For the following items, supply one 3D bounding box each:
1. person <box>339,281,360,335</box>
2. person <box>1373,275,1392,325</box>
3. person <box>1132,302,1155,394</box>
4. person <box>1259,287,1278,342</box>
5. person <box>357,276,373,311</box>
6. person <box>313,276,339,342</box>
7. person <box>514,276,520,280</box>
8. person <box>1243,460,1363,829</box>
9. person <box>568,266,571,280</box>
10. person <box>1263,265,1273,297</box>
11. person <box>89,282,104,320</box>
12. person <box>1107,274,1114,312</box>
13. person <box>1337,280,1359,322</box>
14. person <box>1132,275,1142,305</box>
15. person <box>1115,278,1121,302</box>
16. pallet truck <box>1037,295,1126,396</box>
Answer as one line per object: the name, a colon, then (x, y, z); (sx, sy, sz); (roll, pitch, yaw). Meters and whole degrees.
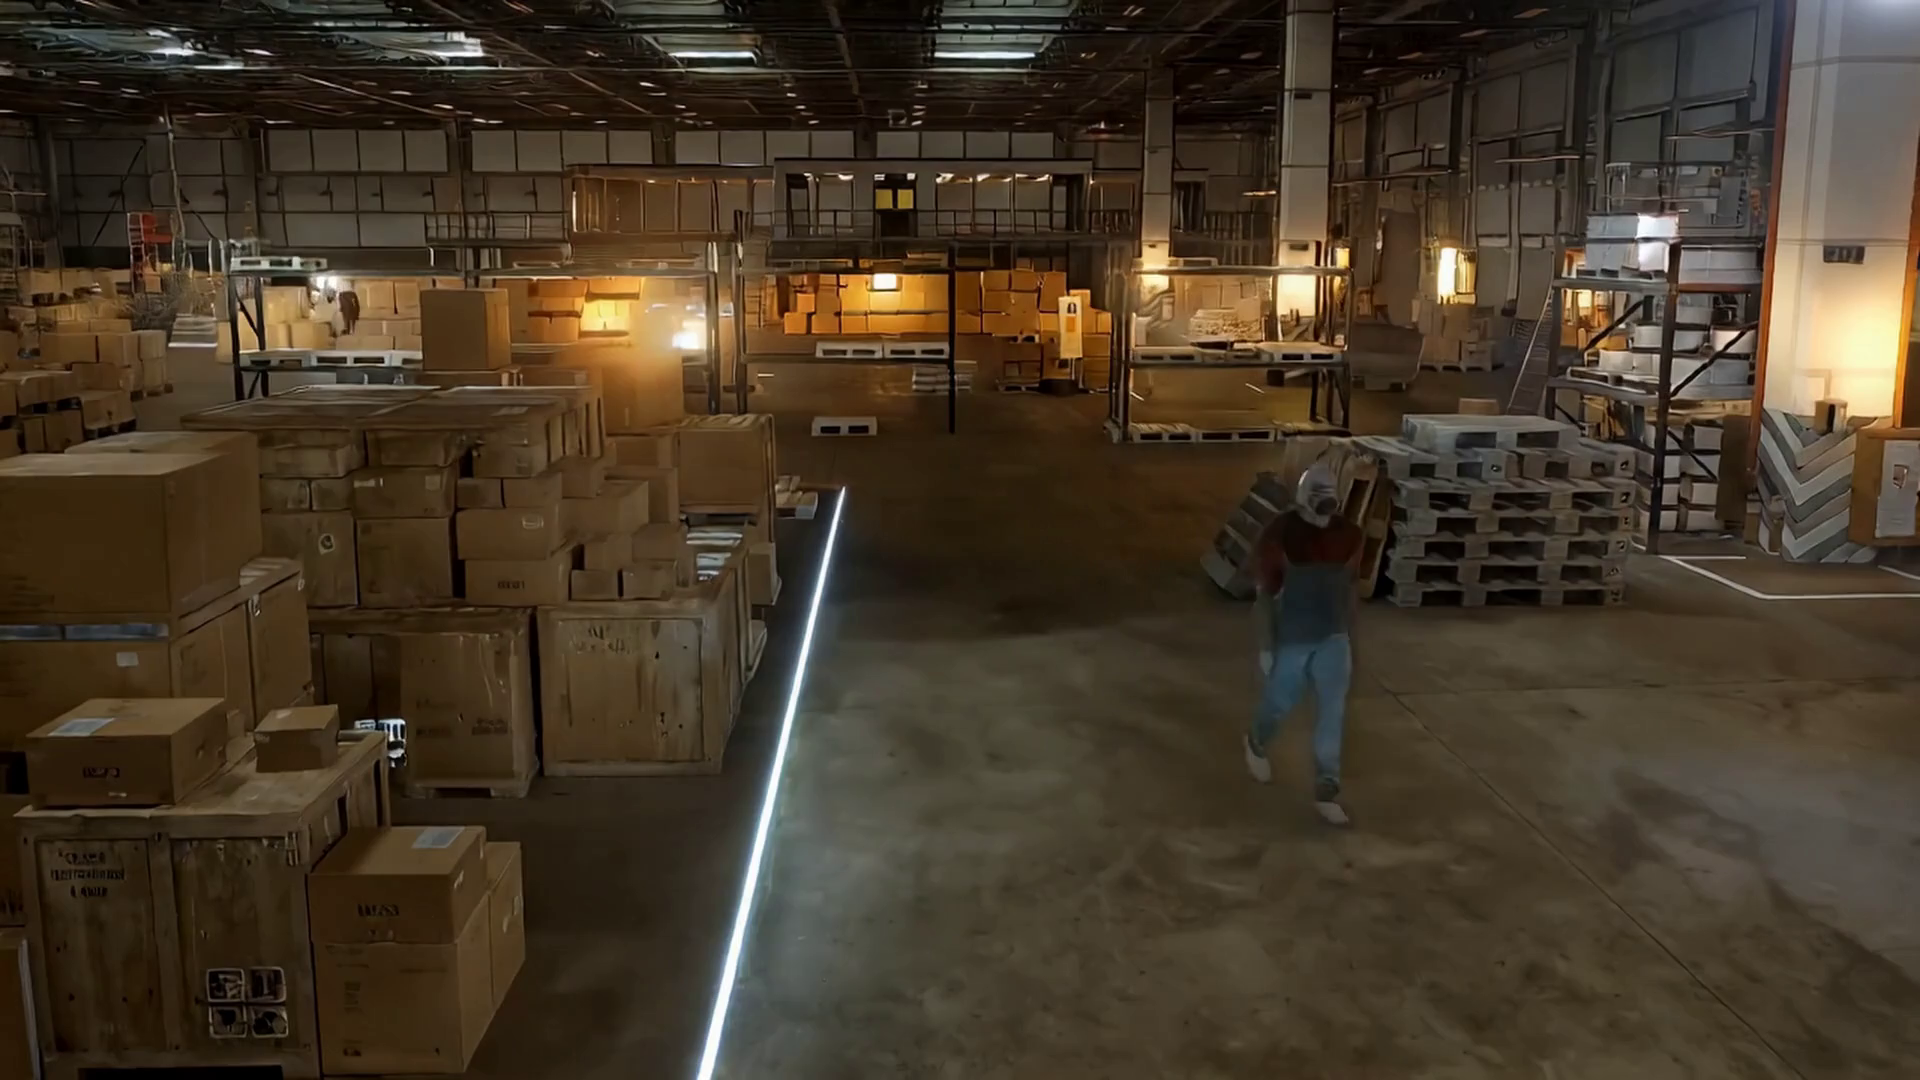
person: (-17.164, -6.331, 46.912); (0.660, 1.921, 0.545); (4, 11, 23)
person: (14.262, -7.995, 56.197); (0.706, 1.927, 0.999); (-9, 13, -41)
person: (3.639, -3.853, 33.408); (0.529, 1.837, 0.973); (-5, 11, -26)
person: (8.152, -5.730, 43.796); (0.622, 1.845, 0.429); (8, 13, 38)
person: (-26.025, -10.848, 72.289); (0.841, 1.859, 0.581); (-6, 12, -30)
person: (-19.284, -7.056, 50.626); (0.684, 2.000, 0.538); (-1, 10, -3)
person: (-17.288, -9.558, 65.011); (0.563, 1.891, 0.989); (-2, 10, -13)
person: (1.830, 0.505, 8.893); (0.636, 1.915, 0.904); (-3, 11, -15)
person: (-17.827, -11.610, 76.320); (0.593, 1.922, 0.384); (-9, 14, -42)
person: (14.485, -11.959, 78.210); (0.603, 1.945, 0.390); (-7, 13, -36)
person: (-27.751, -7.412, 53.430); (0.527, 1.744, 0.726); (3, 11, 16)
person: (5.937, -9.691, 66.072); (0.523, 1.769, 0.322); (-6, 12, -31)
person: (11.850, -6.997, 50.763); (0.616, 1.870, 0.995); (4, 11, 23)
person: (6.369, -8.518, 59.223); (0.999, 1.881, 0.574); (-6, 12, -29)
person: (6.241, -9.467, 64.656); (0.431, 1.829, 0.635); (-9, 14, -41)
pallet truck: (2.483, -3.881, 33.060); (1.885, 1.965, 0.823); (-7, 13, -36)
